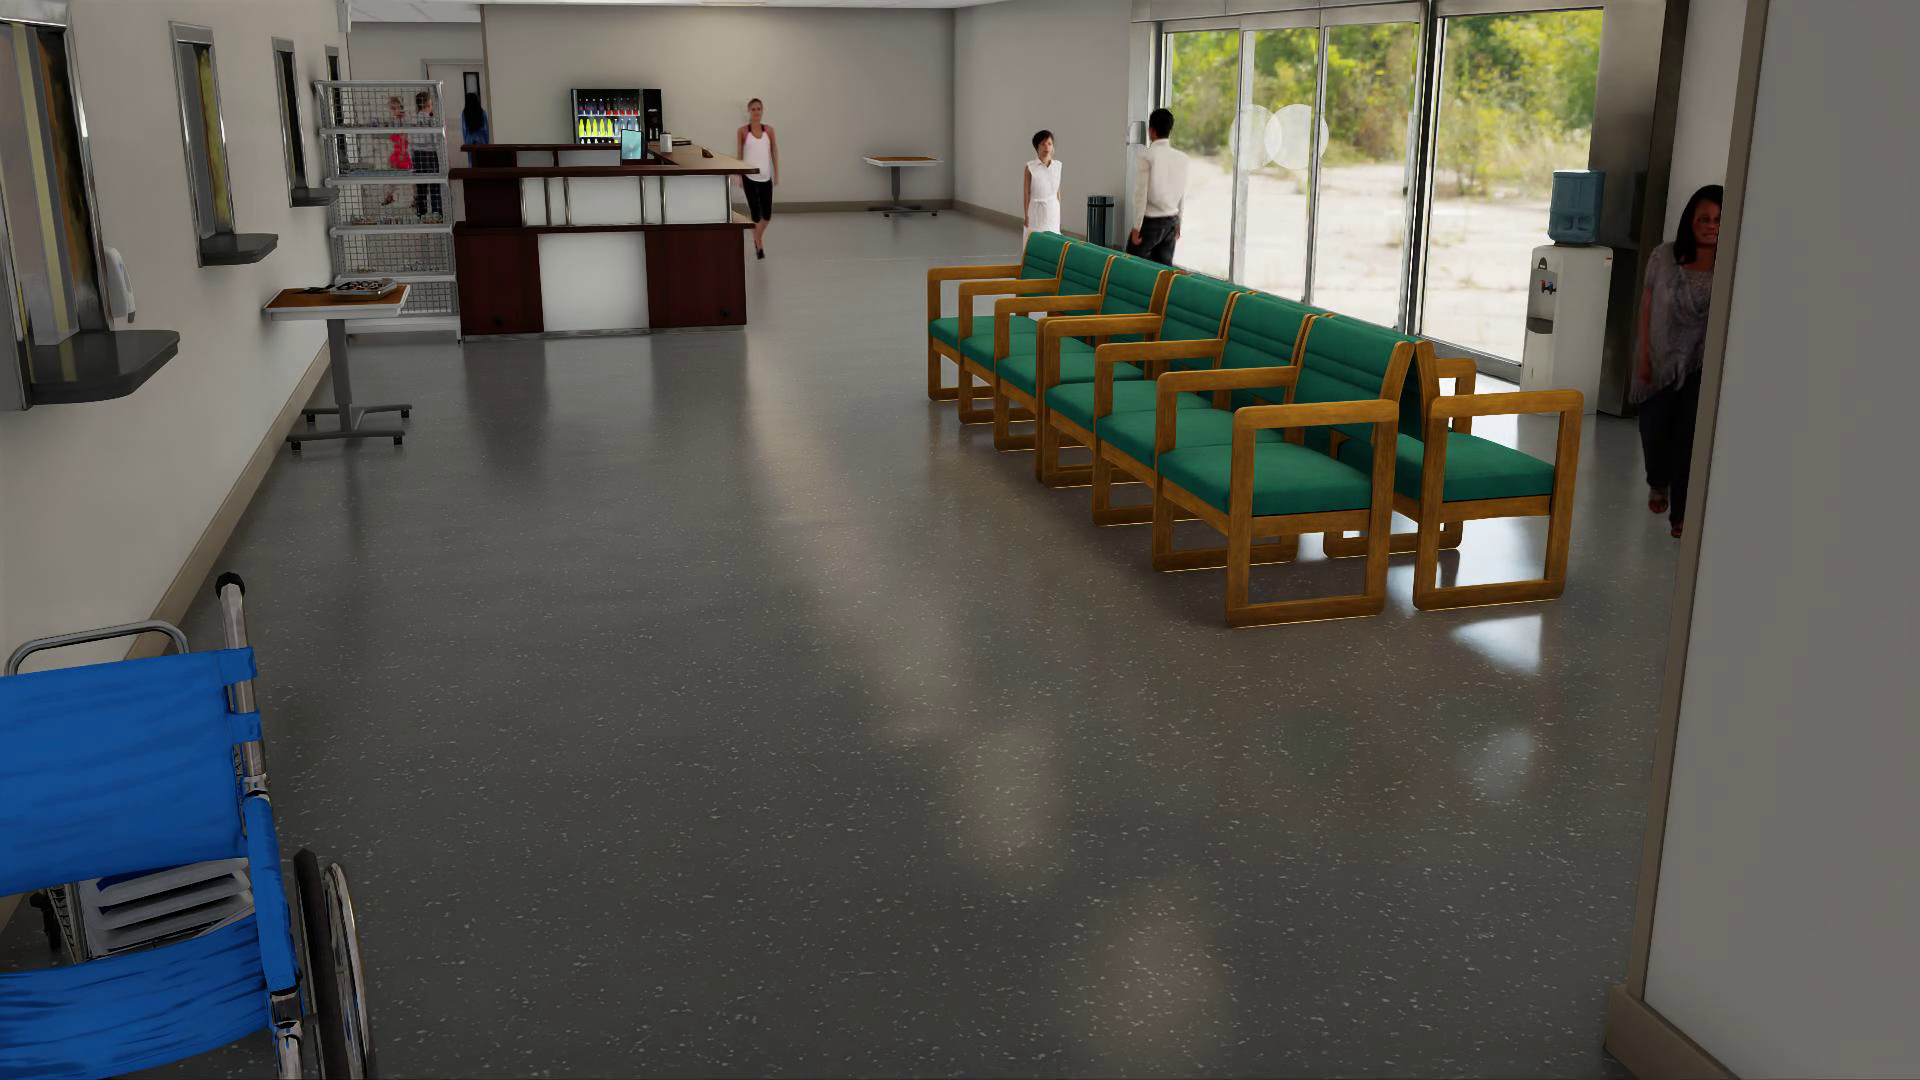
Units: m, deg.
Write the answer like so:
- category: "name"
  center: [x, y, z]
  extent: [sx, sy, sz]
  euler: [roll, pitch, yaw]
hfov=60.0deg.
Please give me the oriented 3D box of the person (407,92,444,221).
- category: "person"
  center: [-7.086, -5.024, 22.107]
  extent: [0.683, 1.819, 0.795]
  euler: [5, 16, 16]

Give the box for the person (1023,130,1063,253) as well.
- category: "person"
  center: [0.760, -3.004, 15.426]
  extent: [0.502, 1.556, 0.647]
  euler: [-7, 17, -23]

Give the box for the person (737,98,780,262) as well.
- category: "person"
  center: [-2.282, -4.033, 18.685]
  extent: [0.916, 1.768, 0.658]
  euler: [-4, 16, -14]

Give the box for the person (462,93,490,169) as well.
- category: "person"
  center: [-8.636, -7.107, 29.690]
  extent: [0.487, 1.712, 0.684]
  euler: [-2, 16, -8]

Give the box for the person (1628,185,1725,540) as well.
- category: "person"
  center: [3.347, -0.828, 7.676]
  extent: [1.025, 1.572, 1.052]
  euler: [7, 17, 24]

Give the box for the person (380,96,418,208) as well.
- category: "person"
  center: [-8.600, -6.023, 25.877]
  extent: [0.882, 1.695, 1.015]
  euler: [14, 21, 40]

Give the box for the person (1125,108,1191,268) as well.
- category: "person"
  center: [1.543, -2.334, 12.604]
  extent: [0.671, 1.797, 0.803]
  euler: [-9, 18, -29]
